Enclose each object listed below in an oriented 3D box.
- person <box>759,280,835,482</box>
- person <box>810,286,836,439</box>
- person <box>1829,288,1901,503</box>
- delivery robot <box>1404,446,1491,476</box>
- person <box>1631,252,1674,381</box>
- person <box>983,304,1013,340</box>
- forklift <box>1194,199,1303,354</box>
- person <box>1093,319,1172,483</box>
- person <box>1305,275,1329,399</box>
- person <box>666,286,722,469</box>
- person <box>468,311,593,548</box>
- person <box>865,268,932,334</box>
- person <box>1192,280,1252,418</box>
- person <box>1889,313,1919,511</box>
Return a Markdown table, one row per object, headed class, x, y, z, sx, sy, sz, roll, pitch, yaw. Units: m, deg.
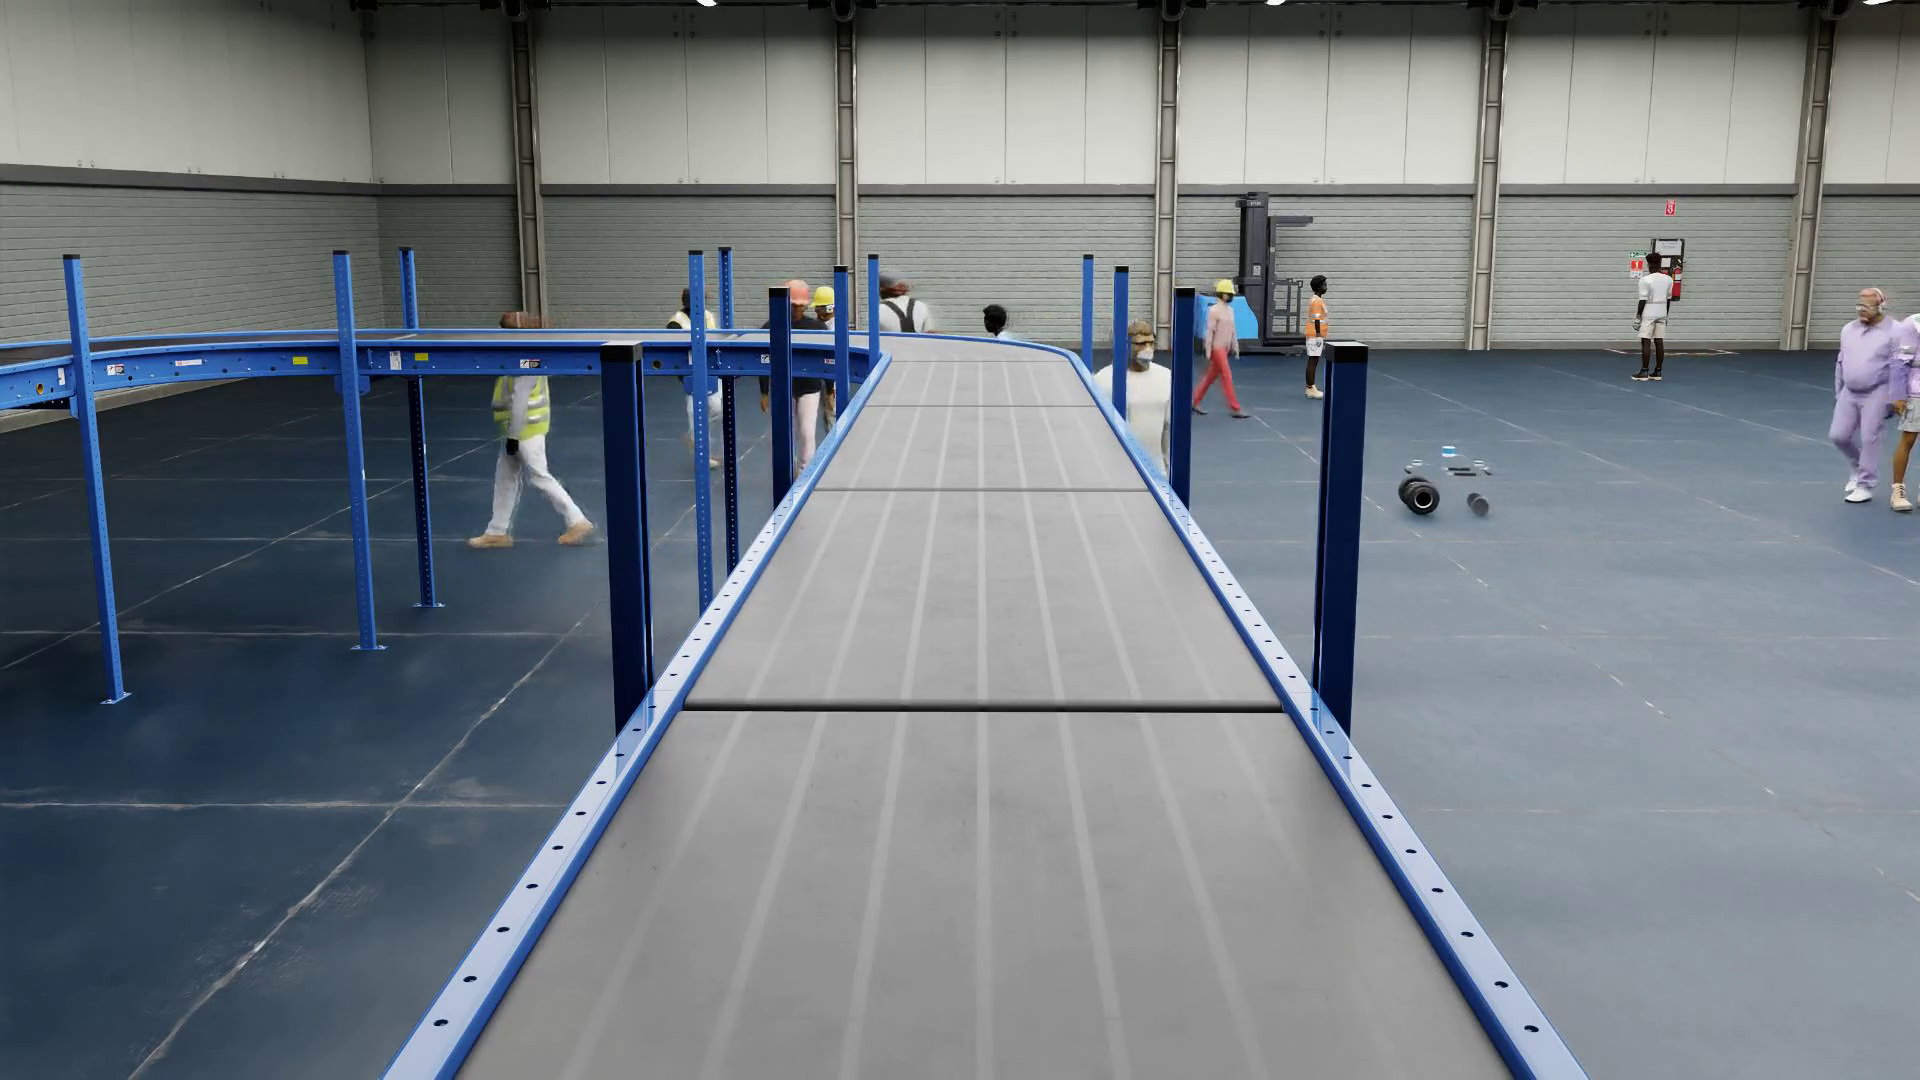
| class | x | y | z | sx | sy | sz | roll | pitch | yaw |
| --- | --- | --- | --- | --- | --- | --- | --- | --- | --- |
| person | -1.467 | -1.354 | 14.907 | 0.671 | 1.959 | 0.692 | -1 | 11 | -6 |
| person | -1.294 | -1.568 | 16.326 | 0.404 | 1.830 | 0.588 | -3 | 11 | -13 |
| person | 8.024 | -1.280 | 14.712 | 0.452 | 1.886 | 0.647 | -6 | 12 | -28 |
| delivery robot | 4.192 | -0.687 | 14.283 | 0.698 | 0.223 | 0.335 | 1 | 11 | 6 |
| person | 10.655 | -3.442 | 25.623 | 0.602 | 1.958 | 0.381 | -4 | 12 | -18 |
| person | 0.495 | -1.446 | 16.099 | 0.548 | 1.672 | 0.556 | 3 | 11 | 14 |
| forklift | 5.313 | -4.851 | 30.603 | 1.873 | 2.768 | 1.129 | 0 | 11 | 1 |
| person | 1.069 | -0.436 | 10.383 | 0.651 | 1.887 | 1.035 | -4 | 12 | -18 |
| person | 4.966 | -2.831 | 23.161 | 0.318 | 1.697 | 0.535 | 1 | 11 | 7 |
| person | -2.679 | -1.647 | 16.758 | 0.723 | 1.827 | 0.674 | 8 | 14 | 36 |
| person | -3.288 | -0.838 | 12.666 | 0.904 | 1.814 | 0.636 | -4 | 12 | -18 |
| person | -0.654 | -1.759 | 16.878 | 0.723 | 2.000 | 0.575 | -8 | 14 | -37 |
| person | 3.283 | -2.421 | 21.001 | 0.918 | 1.720 | 0.541 | 8 | 13 | 35 |
| person | 8.303 | -1.255 | 14.188 | 0.609 | 2.036 | 0.403 | 0 | 11 | -2 |
